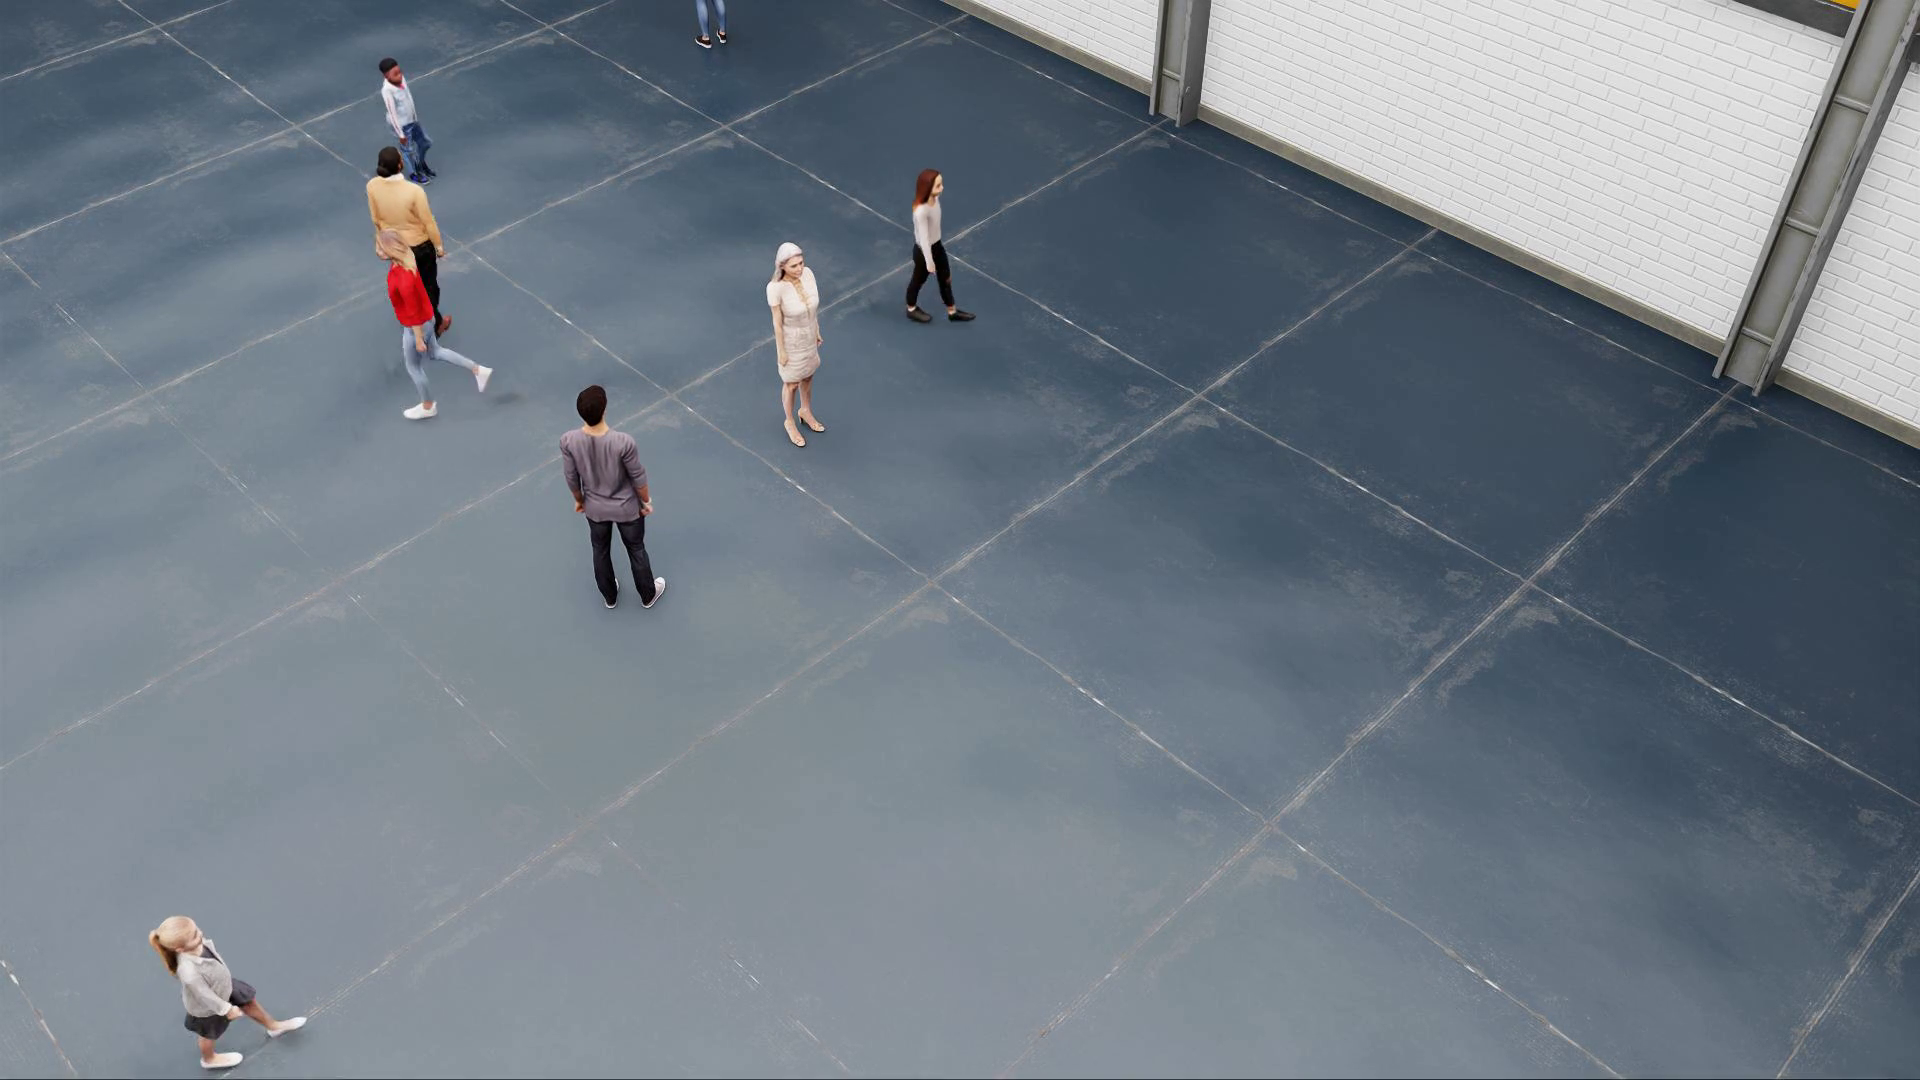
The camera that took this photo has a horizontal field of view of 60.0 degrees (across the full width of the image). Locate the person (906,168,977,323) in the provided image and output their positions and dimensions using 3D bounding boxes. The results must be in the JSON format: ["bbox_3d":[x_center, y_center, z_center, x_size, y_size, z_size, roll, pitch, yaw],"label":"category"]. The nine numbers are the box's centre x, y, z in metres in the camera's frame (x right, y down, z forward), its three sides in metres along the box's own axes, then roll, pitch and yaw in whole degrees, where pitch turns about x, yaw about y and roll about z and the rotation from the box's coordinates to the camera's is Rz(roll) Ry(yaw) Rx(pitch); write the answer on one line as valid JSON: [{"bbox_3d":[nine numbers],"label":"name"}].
[{"bbox_3d":[-0.331,-2.389,13.595,0.926,1.461,0.783,14,45,14],"label":"person"}]

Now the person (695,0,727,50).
[{"bbox_3d":[-2.635,-5.905,17.125,0.682,1.682,0.642,-22,48,-22],"label":"person"}]

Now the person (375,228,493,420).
[{"bbox_3d":[-4.045,-1.646,12.651,0.984,1.687,1.007,-9,44,-9],"label":"person"}]

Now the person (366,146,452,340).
[{"bbox_3d":[-4.440,-2.317,13.314,0.779,1.743,0.866,8,44,9],"label":"person"}]

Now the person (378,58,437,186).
[{"bbox_3d":[-5.161,-3.866,15.297,0.632,1.252,0.596,14,45,14],"label":"person"}]

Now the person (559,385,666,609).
[{"bbox_3d":[-2.325,-0.265,11.081,0.725,1.853,0.799,2,44,2],"label":"person"}]

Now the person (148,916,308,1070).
[{"bbox_3d":[-4.004,2.392,8.726,0.796,1.254,0.792,-6,44,-7],"label":"person"}]

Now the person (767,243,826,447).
[{"bbox_3d":[-1.220,-1.472,12.433,0.560,1.736,0.613,30,51,28],"label":"person"}]
